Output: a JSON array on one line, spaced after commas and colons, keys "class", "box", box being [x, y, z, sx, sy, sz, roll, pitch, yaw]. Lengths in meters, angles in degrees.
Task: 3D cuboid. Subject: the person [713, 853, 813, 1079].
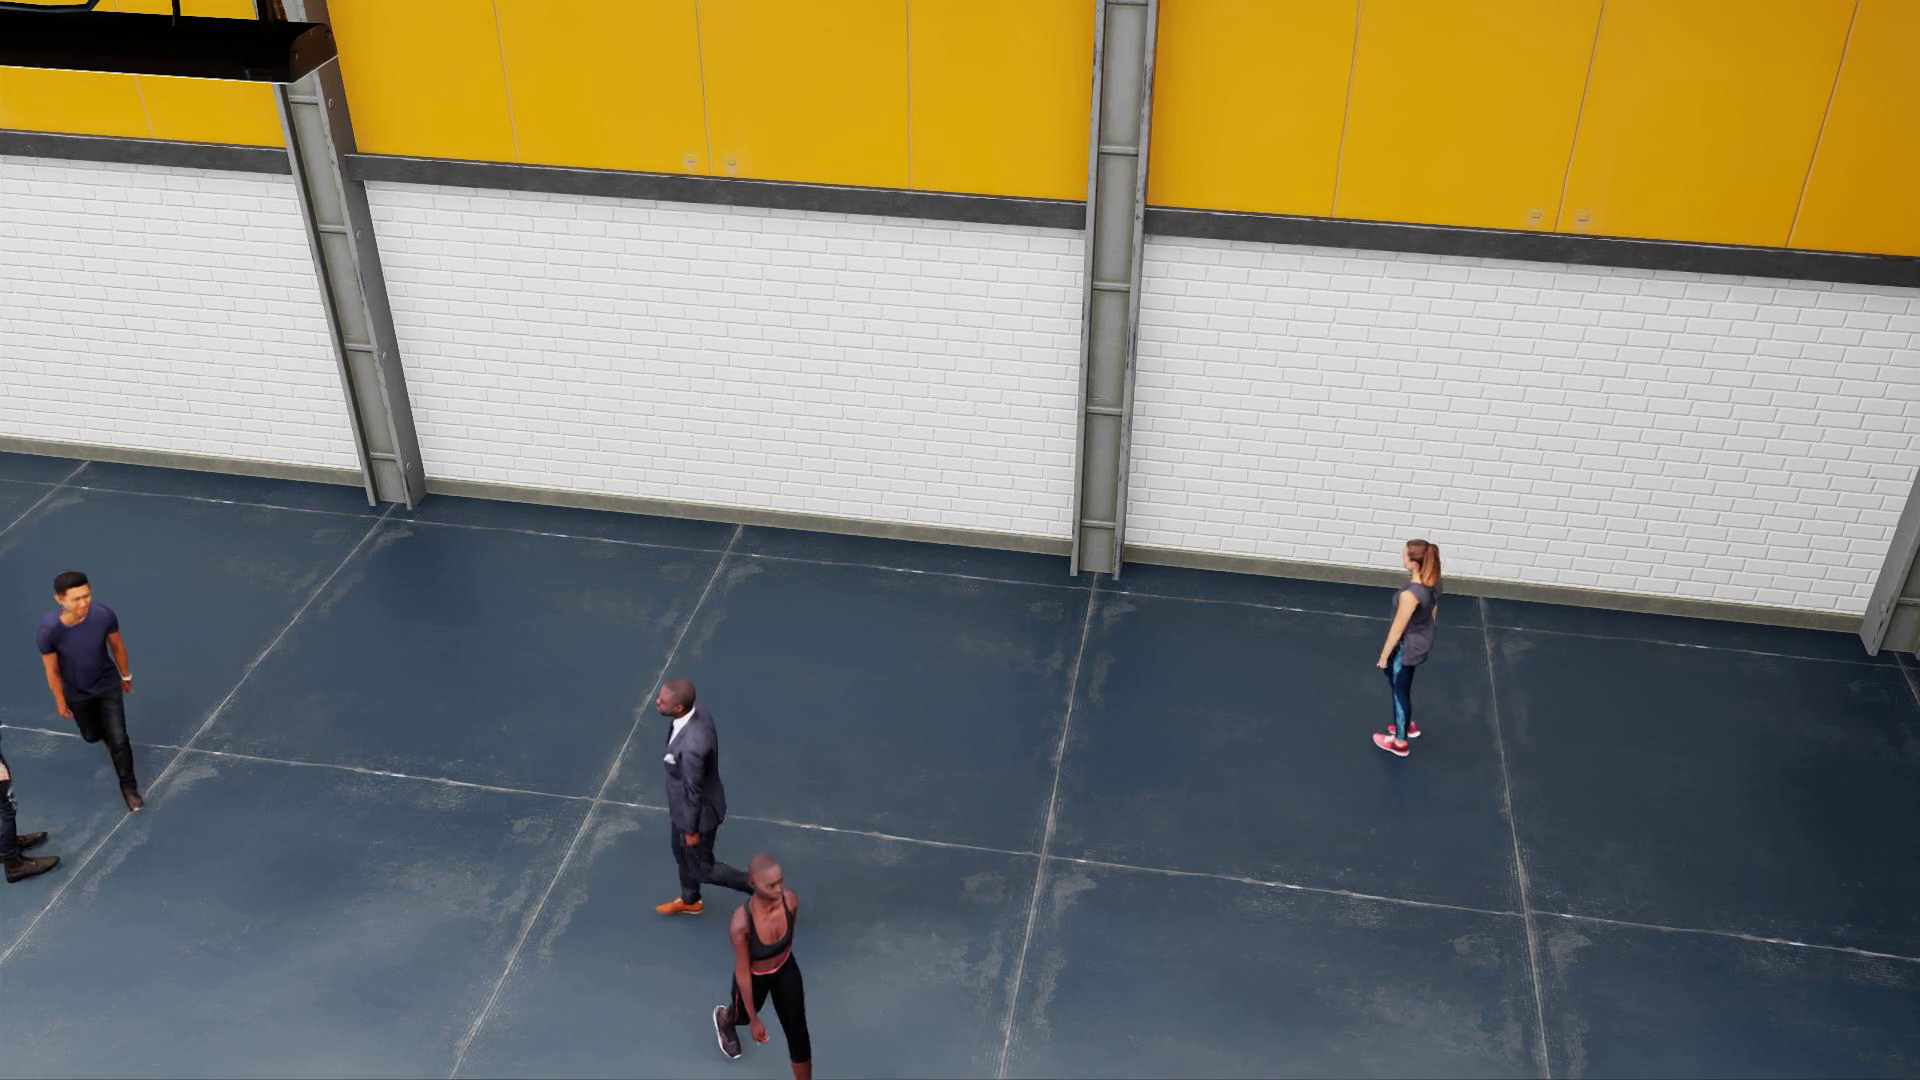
[{"class": "person", "box": [-1.079, 2.268, 8.739, 1.135, 1.715, 1.201, -21, 39, -28]}]

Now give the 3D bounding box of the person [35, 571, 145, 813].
[{"class": "person", "box": [-5.620, 0.912, 10.738, 1.070, 1.761, 1.109, -19, 38, -26]}]

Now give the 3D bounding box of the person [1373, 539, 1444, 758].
[{"class": "person", "box": [3.050, 0.755, 11.016, 0.756, 1.714, 0.714, 26, 42, 33]}]

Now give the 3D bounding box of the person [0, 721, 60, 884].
[{"class": "person", "box": [-5.978, 1.264, 10.089, 0.804, 1.893, 0.747, -23, 40, -31]}]

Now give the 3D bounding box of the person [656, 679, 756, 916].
[{"class": "person", "box": [-1.470, 1.557, 9.728, 1.074, 1.803, 0.899, -6, 34, -8]}]
